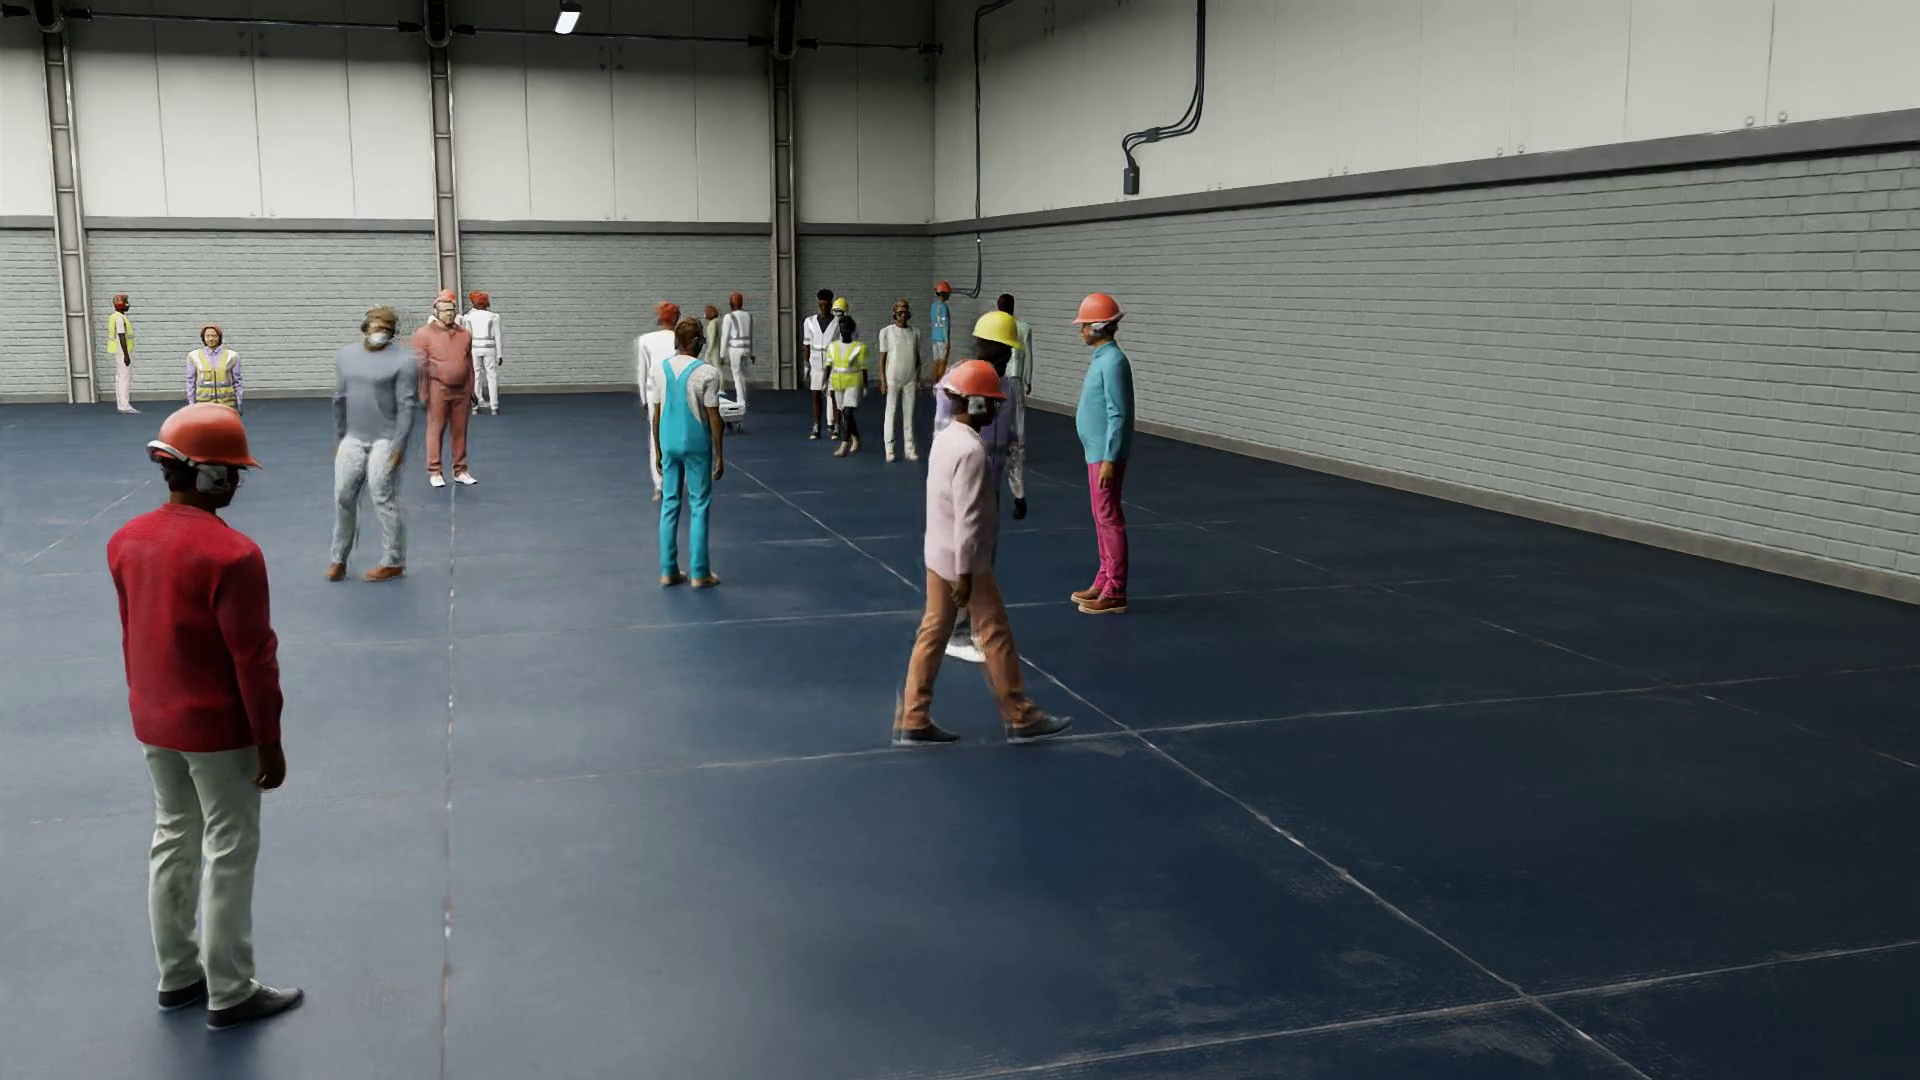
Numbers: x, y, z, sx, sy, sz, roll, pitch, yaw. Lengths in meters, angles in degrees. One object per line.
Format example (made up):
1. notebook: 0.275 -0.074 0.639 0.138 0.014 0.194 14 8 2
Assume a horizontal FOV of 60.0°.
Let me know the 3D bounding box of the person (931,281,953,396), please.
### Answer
1. person: -0.304 -3.541 29.392 0.377 2.044 0.608 -4 10 -22

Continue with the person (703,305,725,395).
1. person: -4.495 -3.396 29.836 0.577 1.613 0.503 -3 9 -19

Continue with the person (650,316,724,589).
1. person: -1.824 -0.582 11.191 0.516 1.835 0.357 3 9 16

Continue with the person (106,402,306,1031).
1. person: -2.088 0.488 4.647 0.574 1.742 0.355 5 10 28

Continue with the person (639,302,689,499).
1. person: -2.772 -1.332 15.895 0.600 1.859 0.765 1 9 6

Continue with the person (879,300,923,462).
1. person: -0.666 -1.811 18.984 0.506 1.846 0.345 -4 10 -21

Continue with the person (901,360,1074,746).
1. person: 0.106 0.066 7.394 0.838 1.711 0.586 -3 9 -16

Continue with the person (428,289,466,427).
1. person: -7.193 -2.555 23.430 0.547 1.939 0.376 -7 11 -36

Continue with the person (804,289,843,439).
1. person: -1.739 -2.280 21.625 0.603 1.958 0.375 2 9 10

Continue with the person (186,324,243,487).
1. person: -7.422 -1.334 16.592 0.514 1.641 0.309 -4 10 -26

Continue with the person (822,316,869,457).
1. person: -1.322 -1.833 19.722 0.533 1.656 0.871 5 10 27

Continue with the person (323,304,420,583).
1. person: -4.082 -0.654 11.411 0.735 1.906 0.498 2 9 14

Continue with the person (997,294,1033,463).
1. person: 0.529 -1.814 18.787 0.587 1.914 0.392 0 9 -1

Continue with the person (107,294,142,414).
1. person: -12.941 -2.862 25.683 0.390 1.847 0.566 -6 11 -34

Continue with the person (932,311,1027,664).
1. person: 0.118 -0.297 9.143 0.456 1.908 0.606 7 11 39

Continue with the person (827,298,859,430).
1. person: -1.628 -2.399 22.826 0.586 1.824 0.404 4 10 25

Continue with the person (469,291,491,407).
1. person: -7.849 -3.108 27.130 0.345 1.883 0.584 -3 9 -20

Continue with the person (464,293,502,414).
1. person: -7.332 -2.862 25.608 0.571 1.877 0.350 0 9 0

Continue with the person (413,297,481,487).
1. person: -5.138 -1.491 16.762 0.402 1.905 0.678 8 12 42

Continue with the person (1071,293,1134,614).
1. person: 0.888 -0.538 10.390 0.388 1.990 0.622 0 9 -2

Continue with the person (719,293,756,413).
1. person: -3.479 -2.899 25.841 0.465 1.868 0.607 7 11 38
